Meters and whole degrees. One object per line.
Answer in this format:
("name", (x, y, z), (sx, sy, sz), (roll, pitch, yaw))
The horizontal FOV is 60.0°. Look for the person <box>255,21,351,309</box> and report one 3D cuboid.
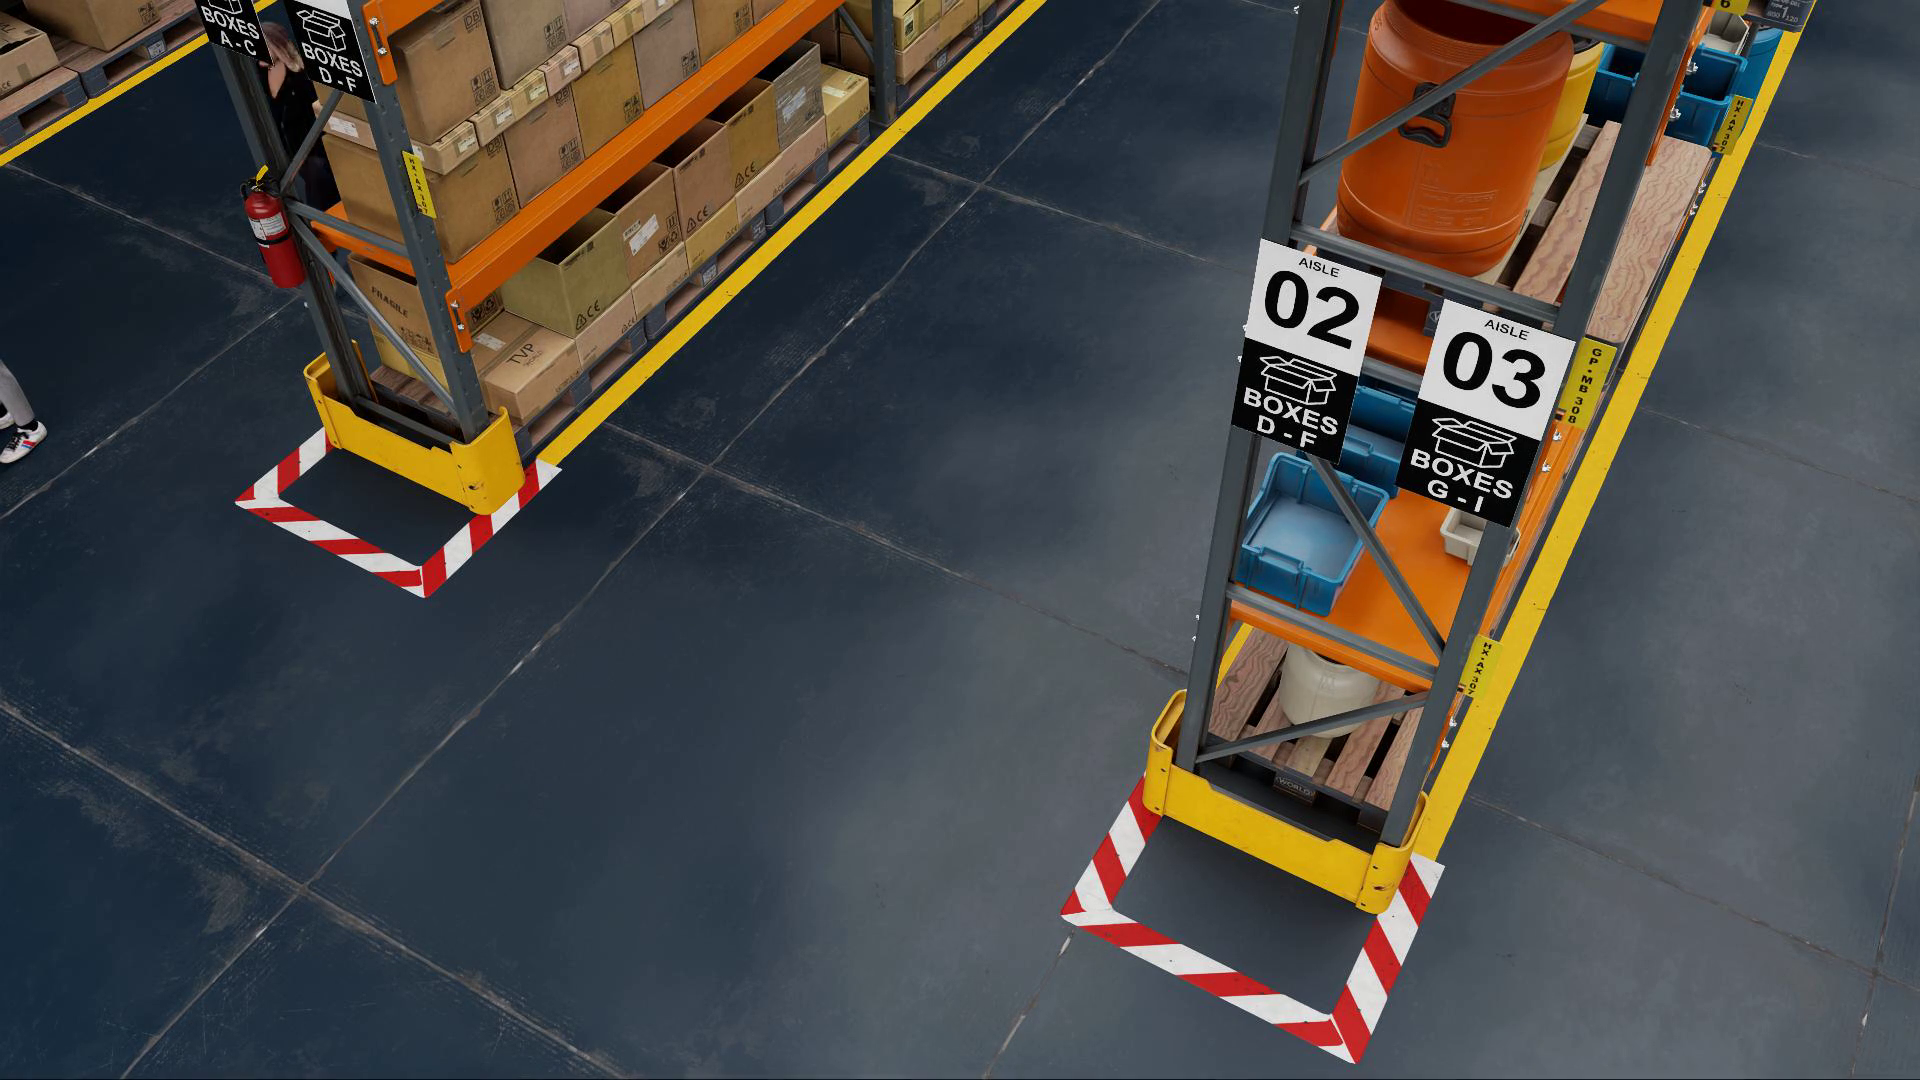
("person", (-3.670, -2.257, 9.593), (0.686, 1.656, 0.974), (18, 50, 16))
